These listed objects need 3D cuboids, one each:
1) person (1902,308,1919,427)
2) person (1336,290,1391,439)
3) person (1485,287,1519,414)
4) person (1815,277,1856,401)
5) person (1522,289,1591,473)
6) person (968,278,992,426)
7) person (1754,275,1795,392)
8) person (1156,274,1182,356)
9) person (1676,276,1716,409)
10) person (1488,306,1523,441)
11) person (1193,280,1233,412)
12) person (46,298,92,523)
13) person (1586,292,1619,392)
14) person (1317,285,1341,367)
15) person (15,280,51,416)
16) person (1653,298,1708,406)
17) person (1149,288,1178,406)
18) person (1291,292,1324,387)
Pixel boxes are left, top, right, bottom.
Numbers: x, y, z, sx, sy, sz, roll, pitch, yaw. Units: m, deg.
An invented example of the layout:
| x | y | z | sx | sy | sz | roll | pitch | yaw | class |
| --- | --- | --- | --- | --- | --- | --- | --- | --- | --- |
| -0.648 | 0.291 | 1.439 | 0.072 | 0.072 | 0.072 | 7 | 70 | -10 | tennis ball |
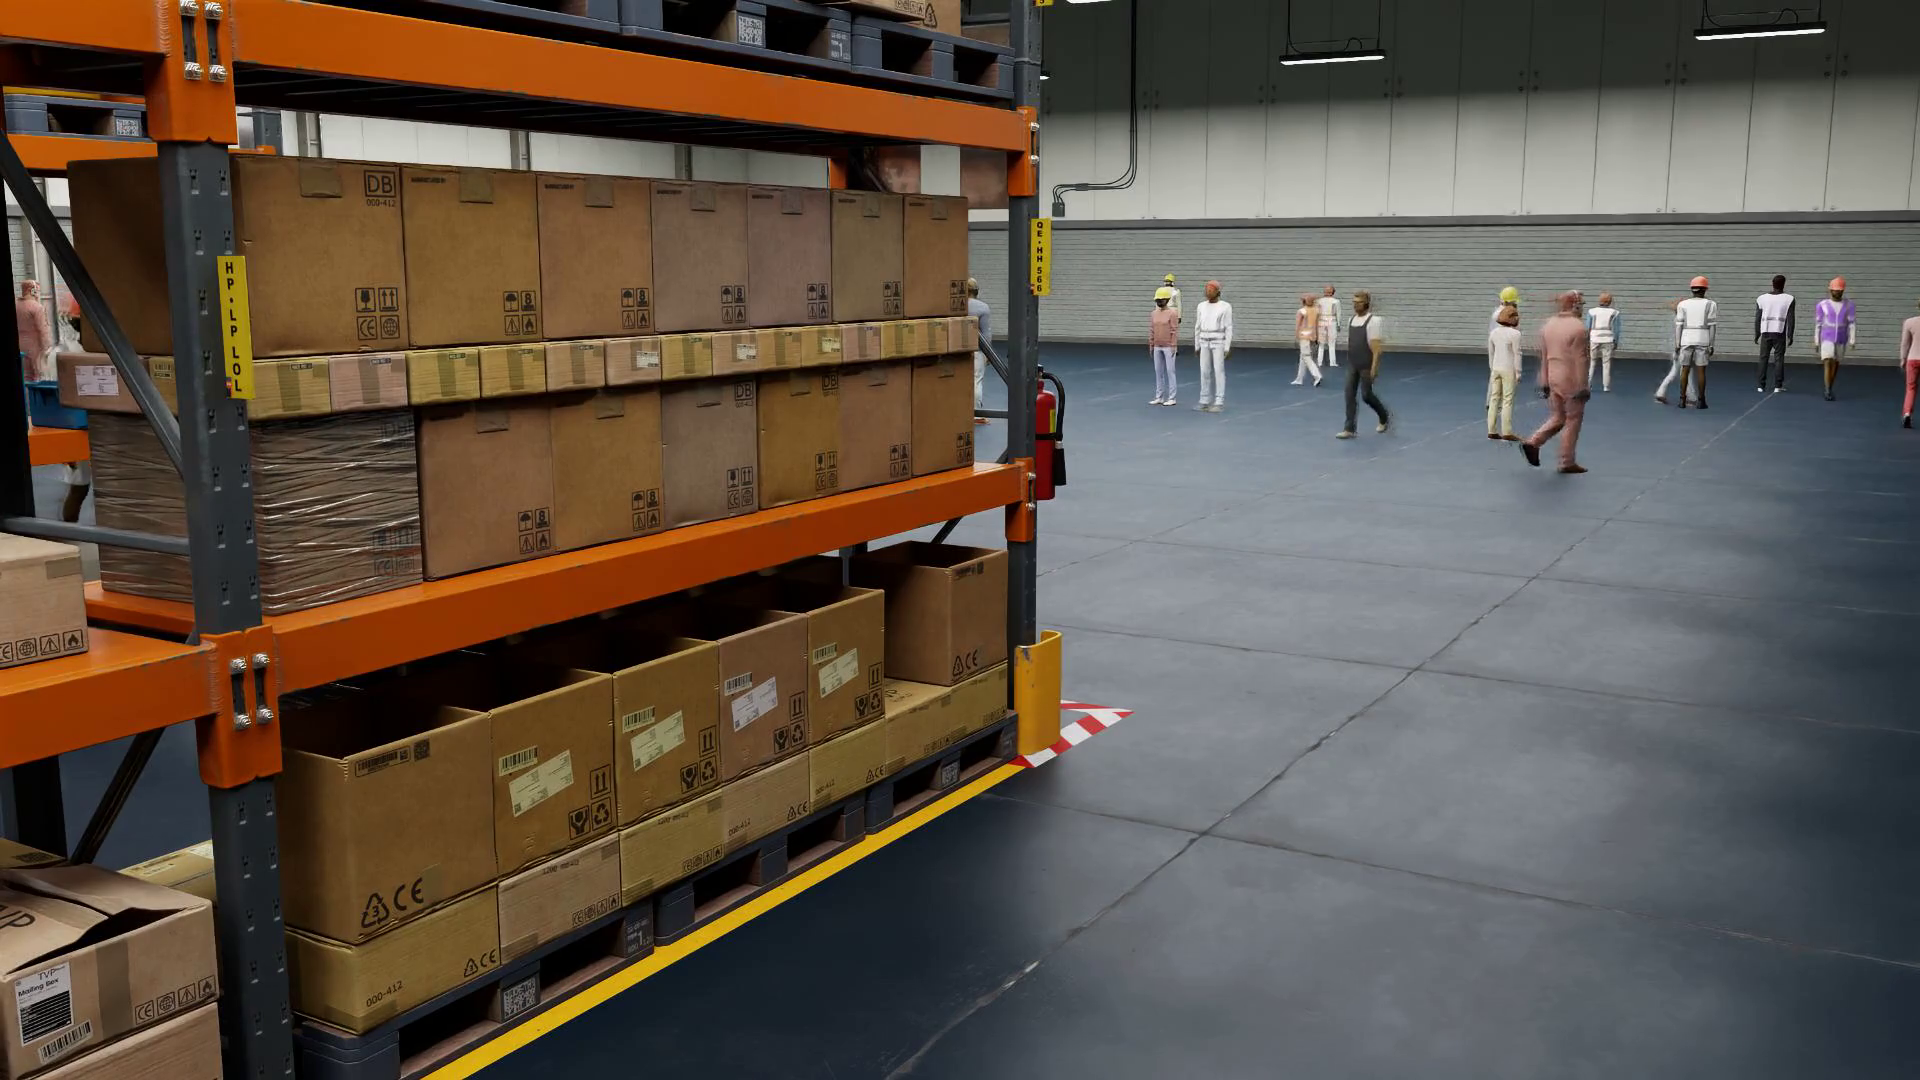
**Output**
| x | y | z | sx | sy | sz | roll | pitch | yaw | class |
| --- | --- | --- | --- | --- | --- | --- | --- | --- | --- |
| 12.462 | -2.305 | 21.505 | 0.537 | 1.755 | 0.417 | 9 | 13 | 42 | person |
| 4.966 | -2.149 | 20.367 | 0.728 | 1.826 | 0.513 | -6 | 11 | -32 | person |
| 7.686 | -2.673 | 23.554 | 0.417 | 1.791 | 0.672 | 5 | 11 | 25 | person |
| 13.607 | -3.133 | 25.896 | 0.555 | 1.908 | 0.892 | 3 | 10 | 17 | person |
| 6.182 | -1.614 | 17.034 | 0.564 | 1.890 | 0.649 | -2 | 10 | -12 | person |
| 0.134 | -2.466 | 21.872 | 0.636 | 1.938 | 0.358 | 5 | 11 | 29 | person |
| 13.369 | -3.385 | 27.319 | 0.597 | 1.916 | 0.372 | 7 | 12 | 37 | person |
| 4.657 | -4.993 | 37.001 | 0.586 | 1.827 | 0.404 | 4 | 10 | 22 | person |
| 10.752 | -2.879 | 24.323 | 0.542 | 1.929 | 0.374 | 5 | 11 | 29 | person |
| 6.585 | -2.006 | 20.076 | 0.285 | 1.633 | 0.498 | -5 | 11 | -26 | person |
| 3.619 | -2.774 | 23.834 | 0.583 | 1.883 | 0.338 | 8 | 12 | 38 | person |
| -6.062 | -0.744 | 11.675 | 1.070 | 1.987 | 0.632 | 5 | 11 | 29 | person |
| 10.507 | -3.233 | 27.260 | 0.519 | 1.635 | 0.311 | 4 | 10 | 21 | person |
| 7.421 | -4.305 | 33.526 | 0.522 | 1.636 | 0.311 | 6 | 11 | 31 | person |
| -12.695 | -2.615 | 22.854 | 0.638 | 1.906 | 0.407 | 5 | 11 | 26 | person |
| 10.786 | -2.802 | 24.831 | 0.745 | 1.604 | 0.501 | 4 | 10 | 20 | person |
| 3.032 | -2.887 | 24.879 | 0.348 | 1.756 | 0.518 | -9 | 13 | -43 | person |
| 5.985 | -3.437 | 28.522 | 0.522 | 1.614 | 0.770 | -7 | 12 | -36 | person |
